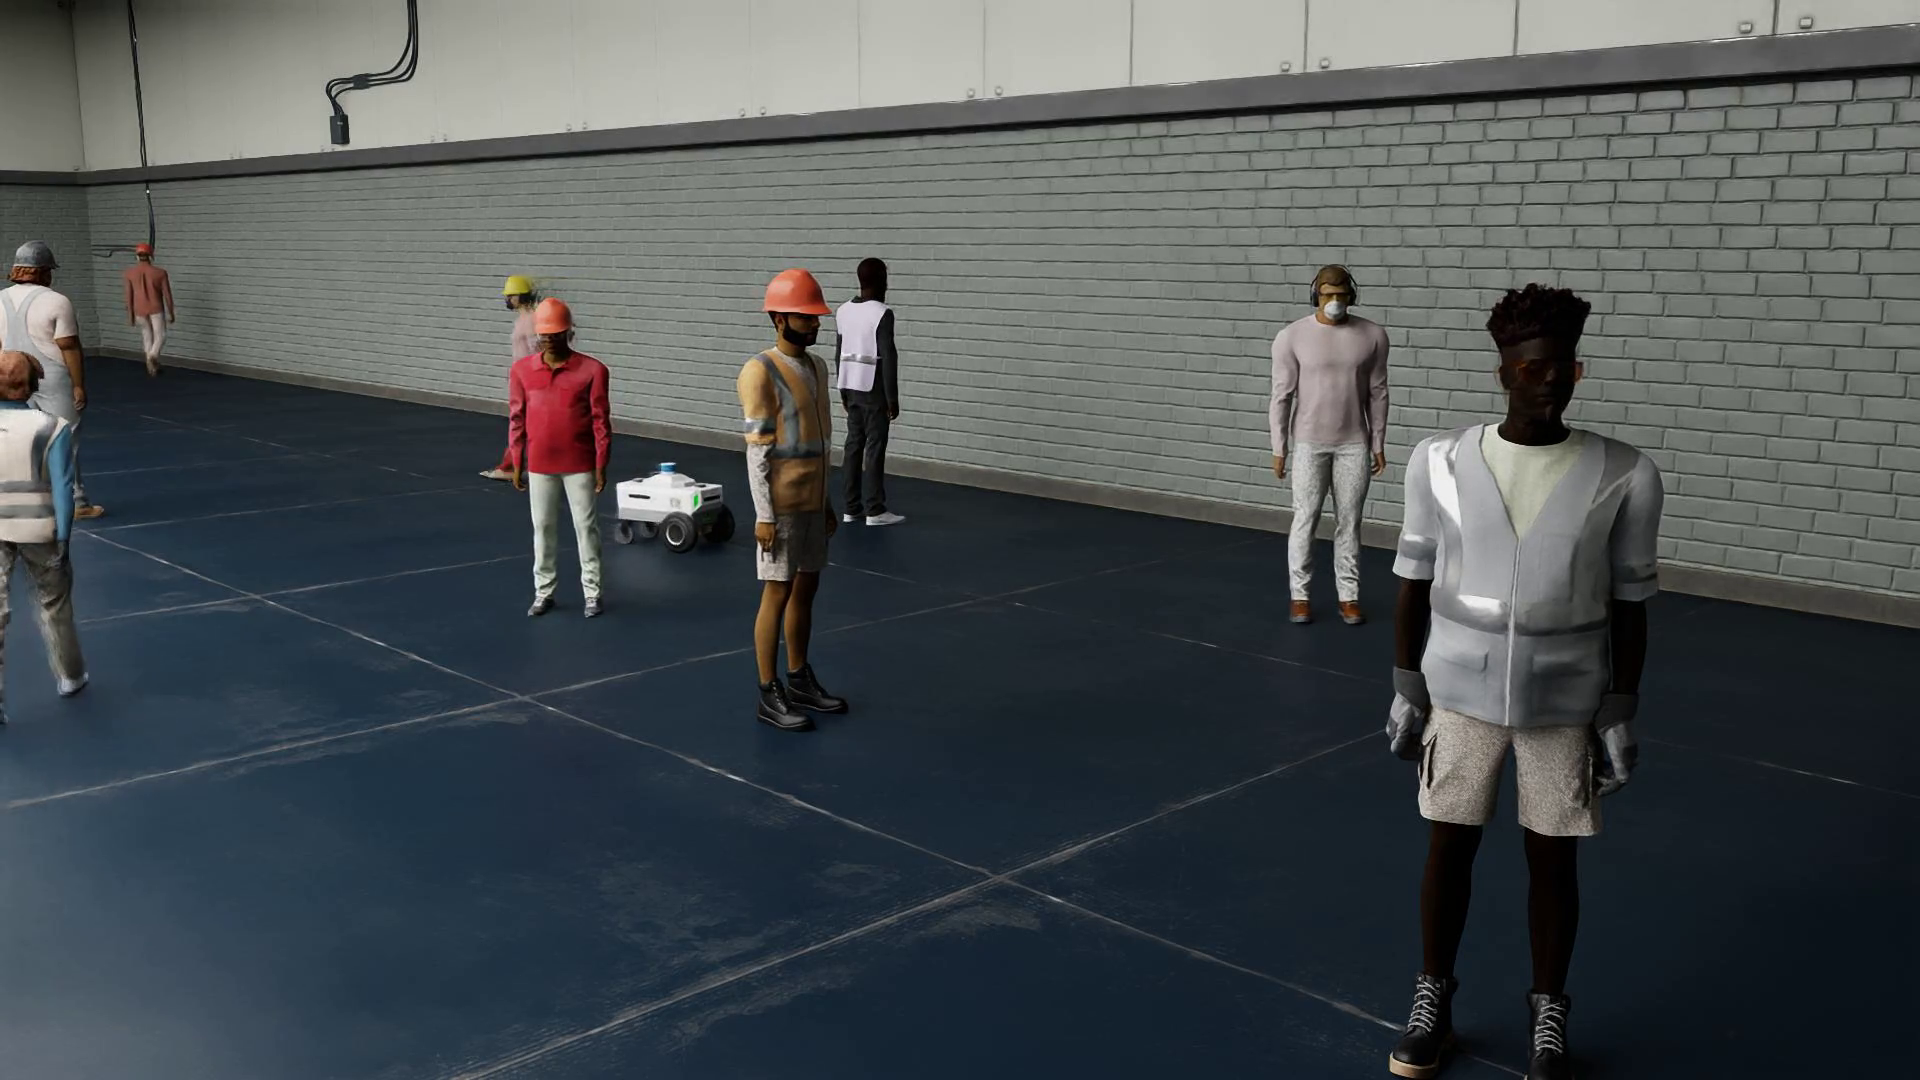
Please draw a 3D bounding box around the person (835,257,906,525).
[{"bbox_3d":[-0.671,-1.065,11.986,0.373,1.917,0.595,-9,14,-42],"label":"person"}]

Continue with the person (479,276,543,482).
[{"bbox_3d":[-3.731,-1.355,14.079,0.851,1.726,0.546,-4,11,-21],"label":"person"}]

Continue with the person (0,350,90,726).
[{"bbox_3d":[-4.091,-0.019,7.202,0.517,1.593,0.879,-3,11,-14],"label":"person"}]

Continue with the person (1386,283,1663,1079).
[{"bbox_3d":[1.338,0.372,4.020,0.606,1.966,0.367,4,11,22],"label":"person"}]

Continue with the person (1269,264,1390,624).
[{"bbox_3d":[1.973,-0.506,8.918,0.635,1.929,0.379,0,10,-2],"label":"person"}]

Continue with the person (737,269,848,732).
[{"bbox_3d":[-0.688,-0.170,7.051,0.356,1.937,0.552,5,12,26],"label":"person"}]

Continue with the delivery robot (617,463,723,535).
[{"bbox_3d":[-1.948,-0.275,11.144,0.707,0.478,0.477,5,12,27],"label":"delivery robot"}]

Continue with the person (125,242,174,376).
[{"bbox_3d":[-11.928,-3.382,24.456,0.630,1.975,0.763,-1,10,-7],"label":"person"}]

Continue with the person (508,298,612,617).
[{"bbox_3d":[-2.178,-0.439,9.047,0.565,1.743,0.343,0,10,2],"label":"person"}]

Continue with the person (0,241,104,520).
[{"bbox_3d":[-6.669,-1.161,12.177,0.688,2.000,0.539,2,11,11],"label":"person"}]
